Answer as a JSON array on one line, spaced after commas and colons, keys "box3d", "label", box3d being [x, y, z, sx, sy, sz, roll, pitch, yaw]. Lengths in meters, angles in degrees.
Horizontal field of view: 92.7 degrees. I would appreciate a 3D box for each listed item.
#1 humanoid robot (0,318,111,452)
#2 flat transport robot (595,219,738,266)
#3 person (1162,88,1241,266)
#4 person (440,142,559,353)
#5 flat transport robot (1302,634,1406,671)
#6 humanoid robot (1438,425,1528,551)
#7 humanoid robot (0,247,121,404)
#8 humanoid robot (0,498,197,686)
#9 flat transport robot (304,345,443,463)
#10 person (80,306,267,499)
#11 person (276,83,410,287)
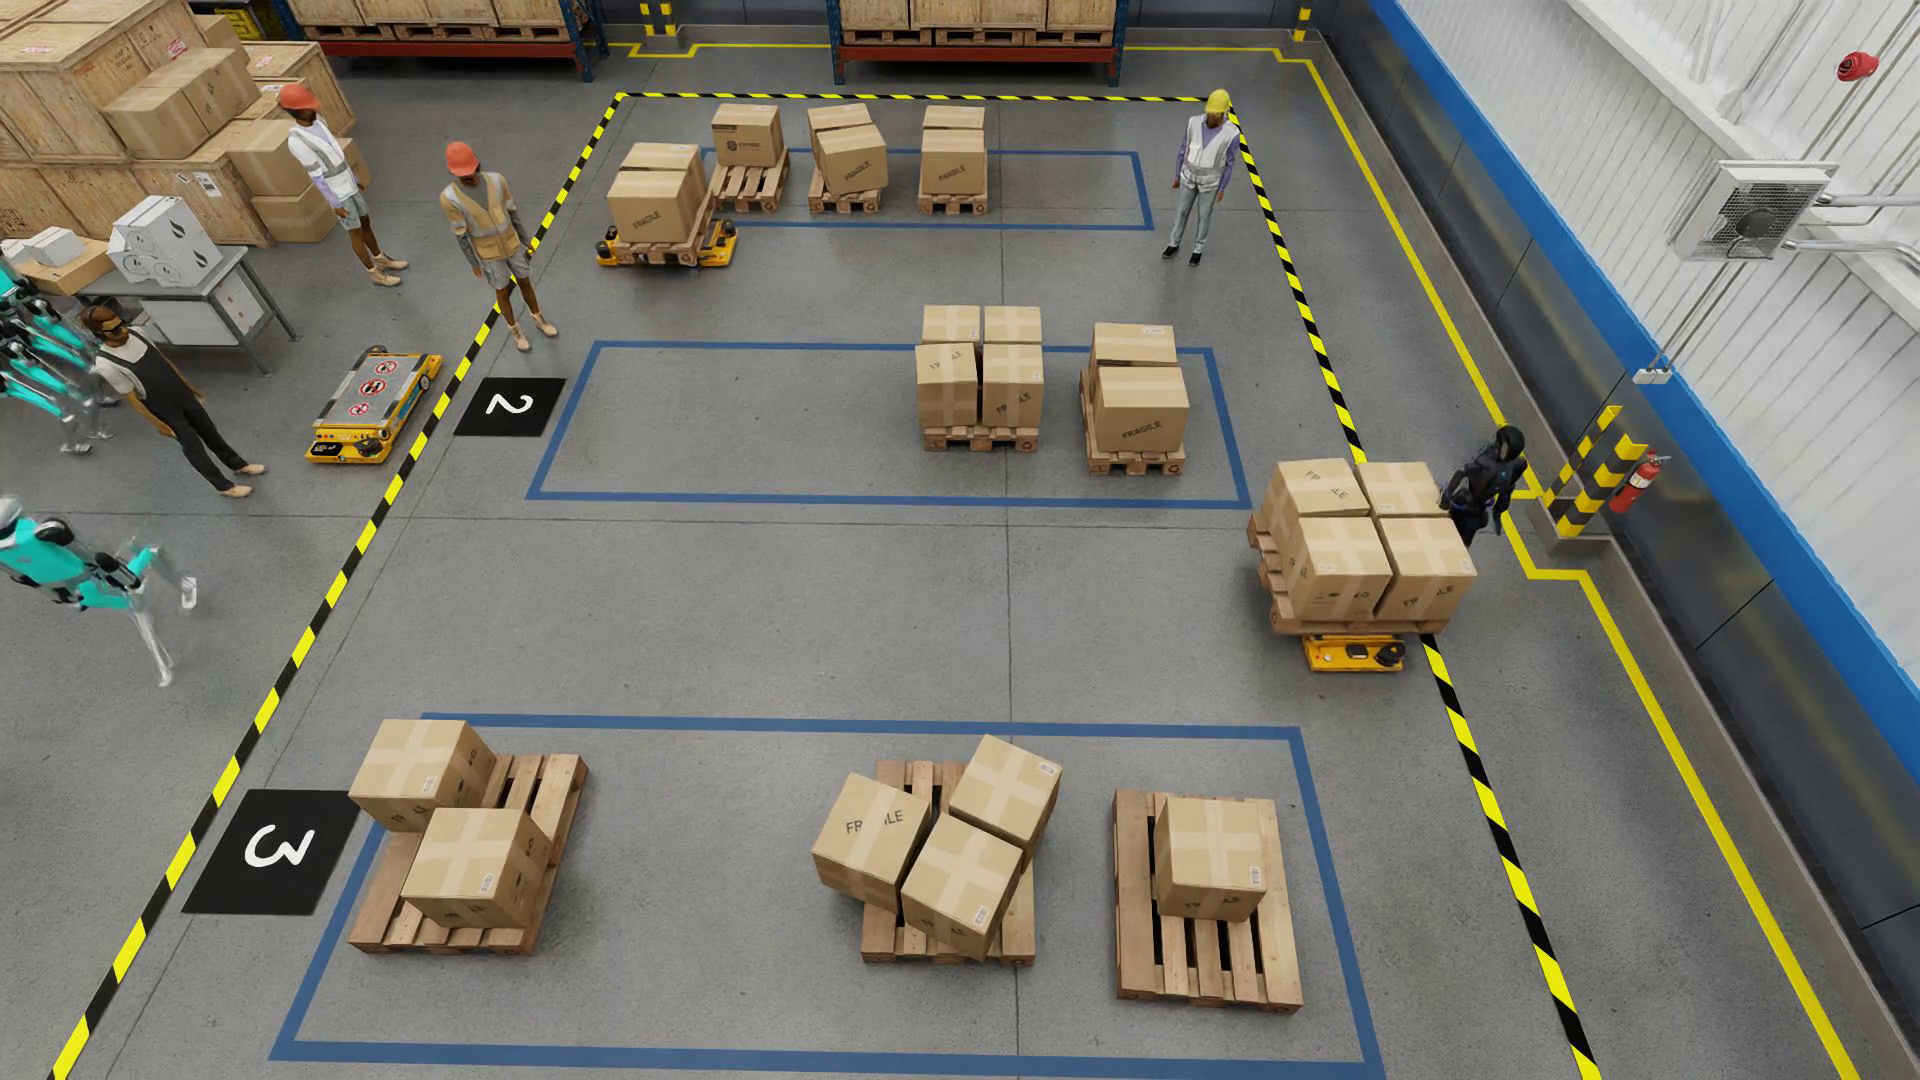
[{"box3d": [-7.714, -1.393, 7.563, 0.682, 1.775, 0.539, 7, 50, 6], "label": "humanoid robot"}, {"box3d": [-3.235, -3.306, 10.146, 1.431, 0.197, 0.652, 1, 50, 1], "label": "flat transport robot"}, {"box3d": [2.493, -3.736, 9.501, 0.589, 1.837, 0.404, 24, 54, 19], "label": "person"}, {"box3d": [-4.256, -2.690, 8.483, 0.385, 2.039, 0.612, 35, 58, 26], "label": "person"}, {"box3d": [2.872, 0.354, 7.050, 0.652, 0.197, 1.431, 0, 50, 0], "label": "flat transport robot"}, {"box3d": [3.647, -0.242, 6.661, 0.603, 1.642, 0.635, -7, 50, -6], "label": "humanoid robot"}, {"box3d": [-7.912, -1.839, 7.999, 0.681, 1.861, 0.539, 4, 50, 4], "label": "humanoid robot"}, {"box3d": [-5.887, 0.147, 6.326, 0.531, 1.779, 1.038, -12, 51, -10], "label": "humanoid robot"}, {"box3d": [-5.383, -1.269, 8.441, 0.659, 0.231, 1.431, 1, 50, 1], "label": "flat transport robot"}, {"box3d": [-6.219, -1.066, 7.244, 0.351, 1.839, 0.498, -1, 50, -1], "label": "person"}, {"box3d": [-6.185, -3.525, 9.189, 0.367, 2.044, 0.607, -5, 50, -4], "label": "person"}]
